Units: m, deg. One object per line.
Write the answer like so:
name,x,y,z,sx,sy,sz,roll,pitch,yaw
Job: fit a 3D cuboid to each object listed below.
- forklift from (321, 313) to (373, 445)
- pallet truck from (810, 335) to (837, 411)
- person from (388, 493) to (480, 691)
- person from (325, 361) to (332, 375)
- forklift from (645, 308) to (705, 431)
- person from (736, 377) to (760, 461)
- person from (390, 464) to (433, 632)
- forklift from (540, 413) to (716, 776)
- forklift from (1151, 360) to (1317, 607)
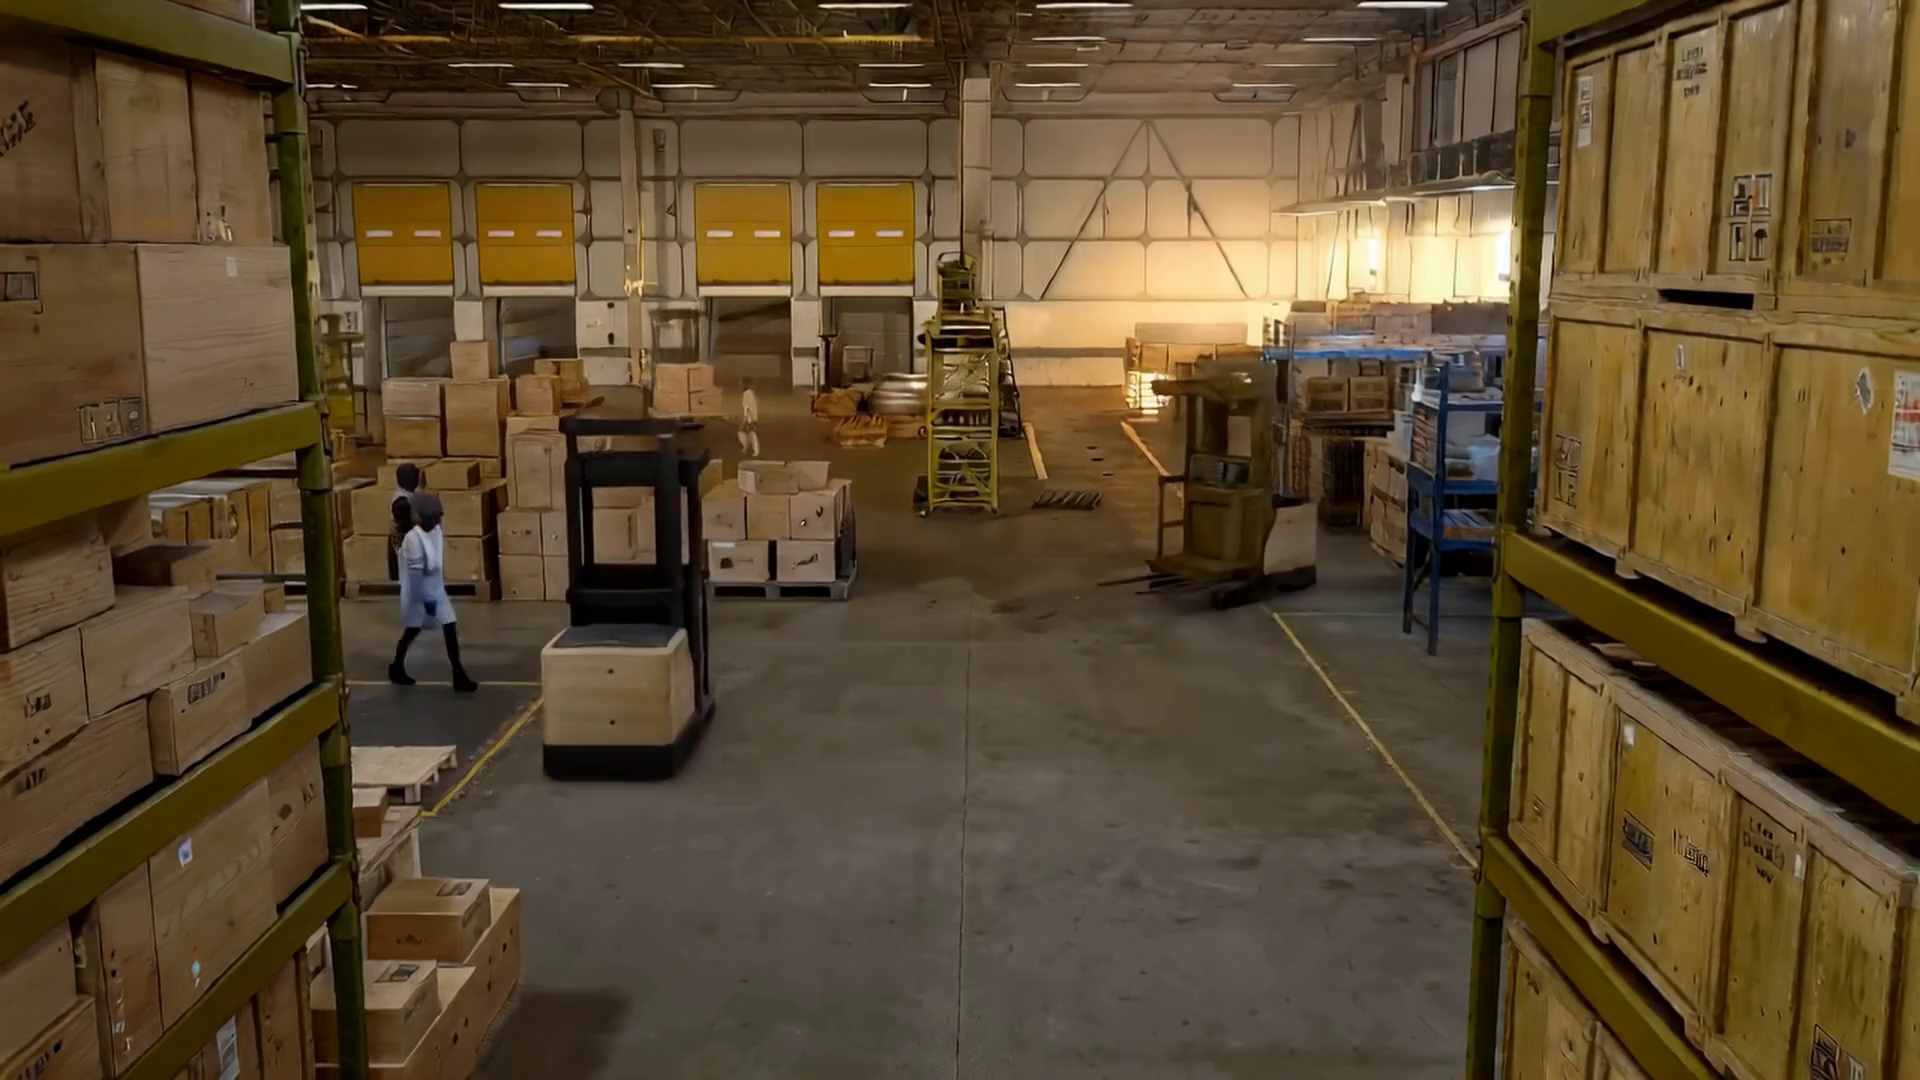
forklift,-13.638,-3.434,35.516,1.873,2.768,1.129,8,13,39
pallet truck,-3.021,-4.312,43.126,1.885,1.965,0.823,3,10,17
person,-5.066,0.486,15.781,1.008,1.896,0.541,5,11,25
person,-15.025,-3.574,39.046,0.552,1.933,0.373,-4,11,-22
forklift,-6.707,-3.996,38.759,1.129,2.768,1.873,-3,10,-19
person,-4.243,-2.386,32.913,0.601,1.672,0.554,1,10,3
person,-6.004,0.084,18.218,0.429,1.844,0.623,-3,10,-17
forklift,-2.736,0.356,13.650,1.129,2.768,1.873,0,10,1
forklift,3.375,-0.756,20.061,1.873,2.768,1.129,-8,13,-40
